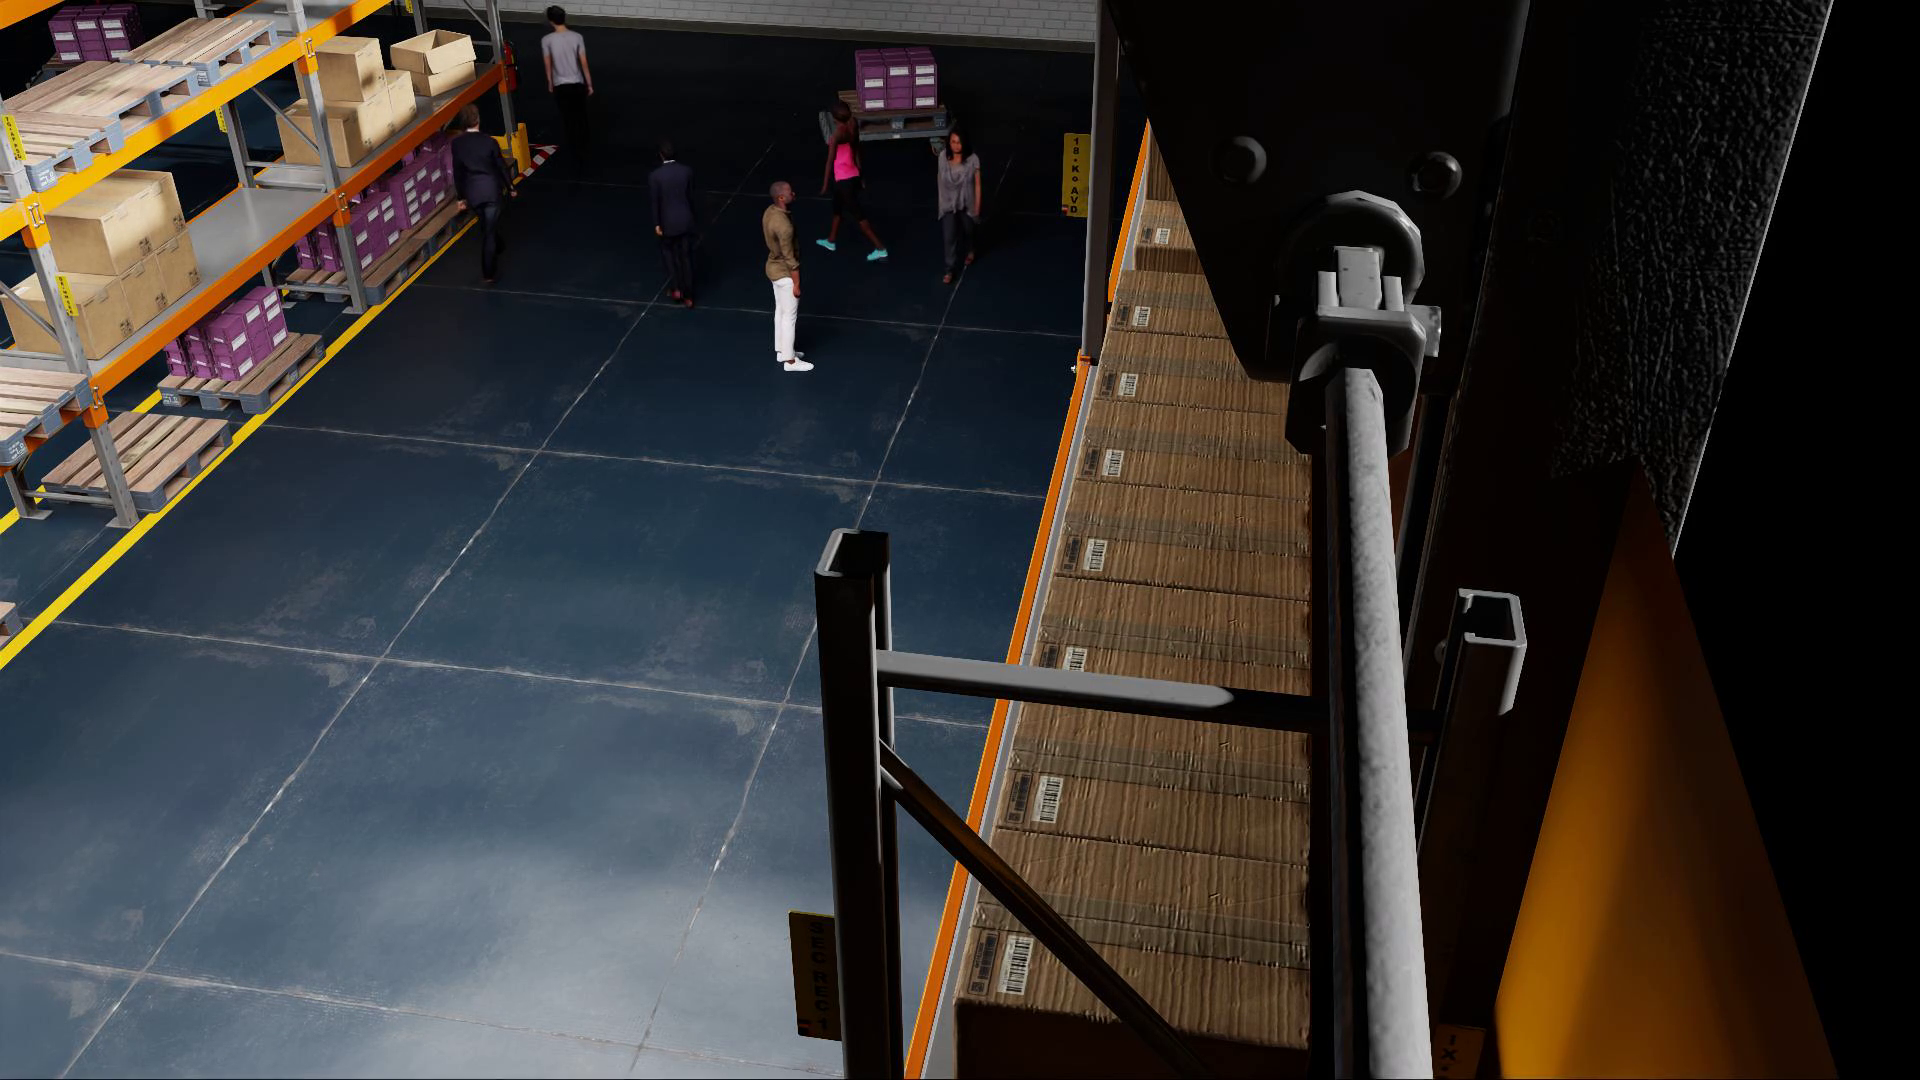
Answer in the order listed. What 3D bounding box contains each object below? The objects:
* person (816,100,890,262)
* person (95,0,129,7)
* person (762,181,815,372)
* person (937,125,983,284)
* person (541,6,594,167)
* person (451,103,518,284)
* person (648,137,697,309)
[{"bbox_3d":[-1.096,-3.696,17.352,0.914,1.678,1.162,18,38,25],"label":"person"},{"bbox_3d":[-11.631,-7.351,22.875,0.642,1.651,0.716,-24,41,-32],"label":"person"},{"bbox_3d":[-1.612,-2.441,15.330,0.864,1.825,0.733,-12,36,-18],"label":"person"},{"bbox_3d":[0.026,-3.520,17.178,0.659,1.577,1.024,7,34,11],"label":"person"},{"bbox_3d":[-4.639,-5.325,19.665,1.074,1.829,1.258,-10,35,-15],"label":"person"},{"bbox_3d":[-4.887,-3.501,16.980,0.717,1.765,1.174,4,34,6],"label":"person"},{"bbox_3d":[-2.768,-3.092,16.416,0.773,1.708,0.816,-14,36,-20],"label":"person"}]
